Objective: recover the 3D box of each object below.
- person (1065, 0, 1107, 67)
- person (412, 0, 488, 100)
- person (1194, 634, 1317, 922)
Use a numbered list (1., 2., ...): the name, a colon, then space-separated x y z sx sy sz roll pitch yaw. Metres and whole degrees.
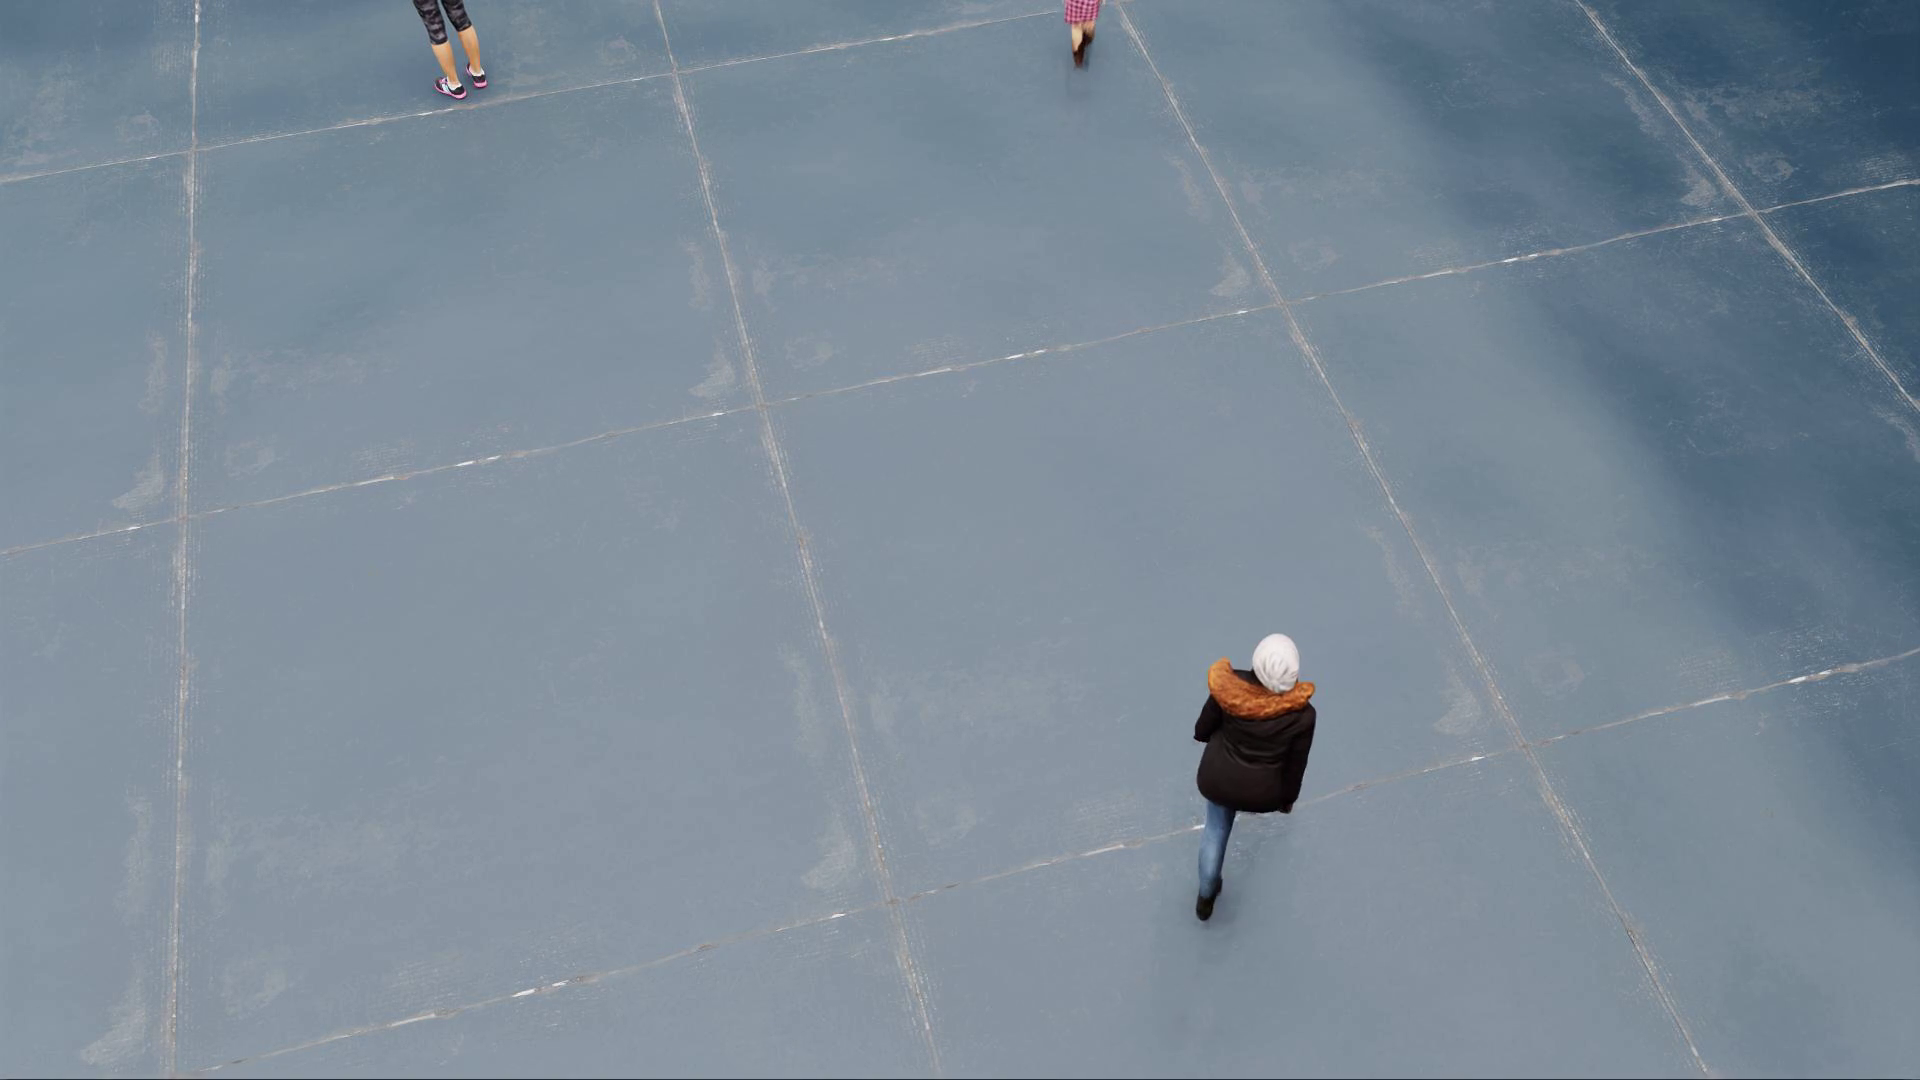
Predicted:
1. person: 0.770 -3.427 10.411 0.553 1.013 0.651 6 53 5
2. person: -3.186 -3.430 9.961 0.642 1.730 0.652 -33 59 -23
3. person: 1.125 0.974 6.634 1.021 1.596 1.158 17 54 13
